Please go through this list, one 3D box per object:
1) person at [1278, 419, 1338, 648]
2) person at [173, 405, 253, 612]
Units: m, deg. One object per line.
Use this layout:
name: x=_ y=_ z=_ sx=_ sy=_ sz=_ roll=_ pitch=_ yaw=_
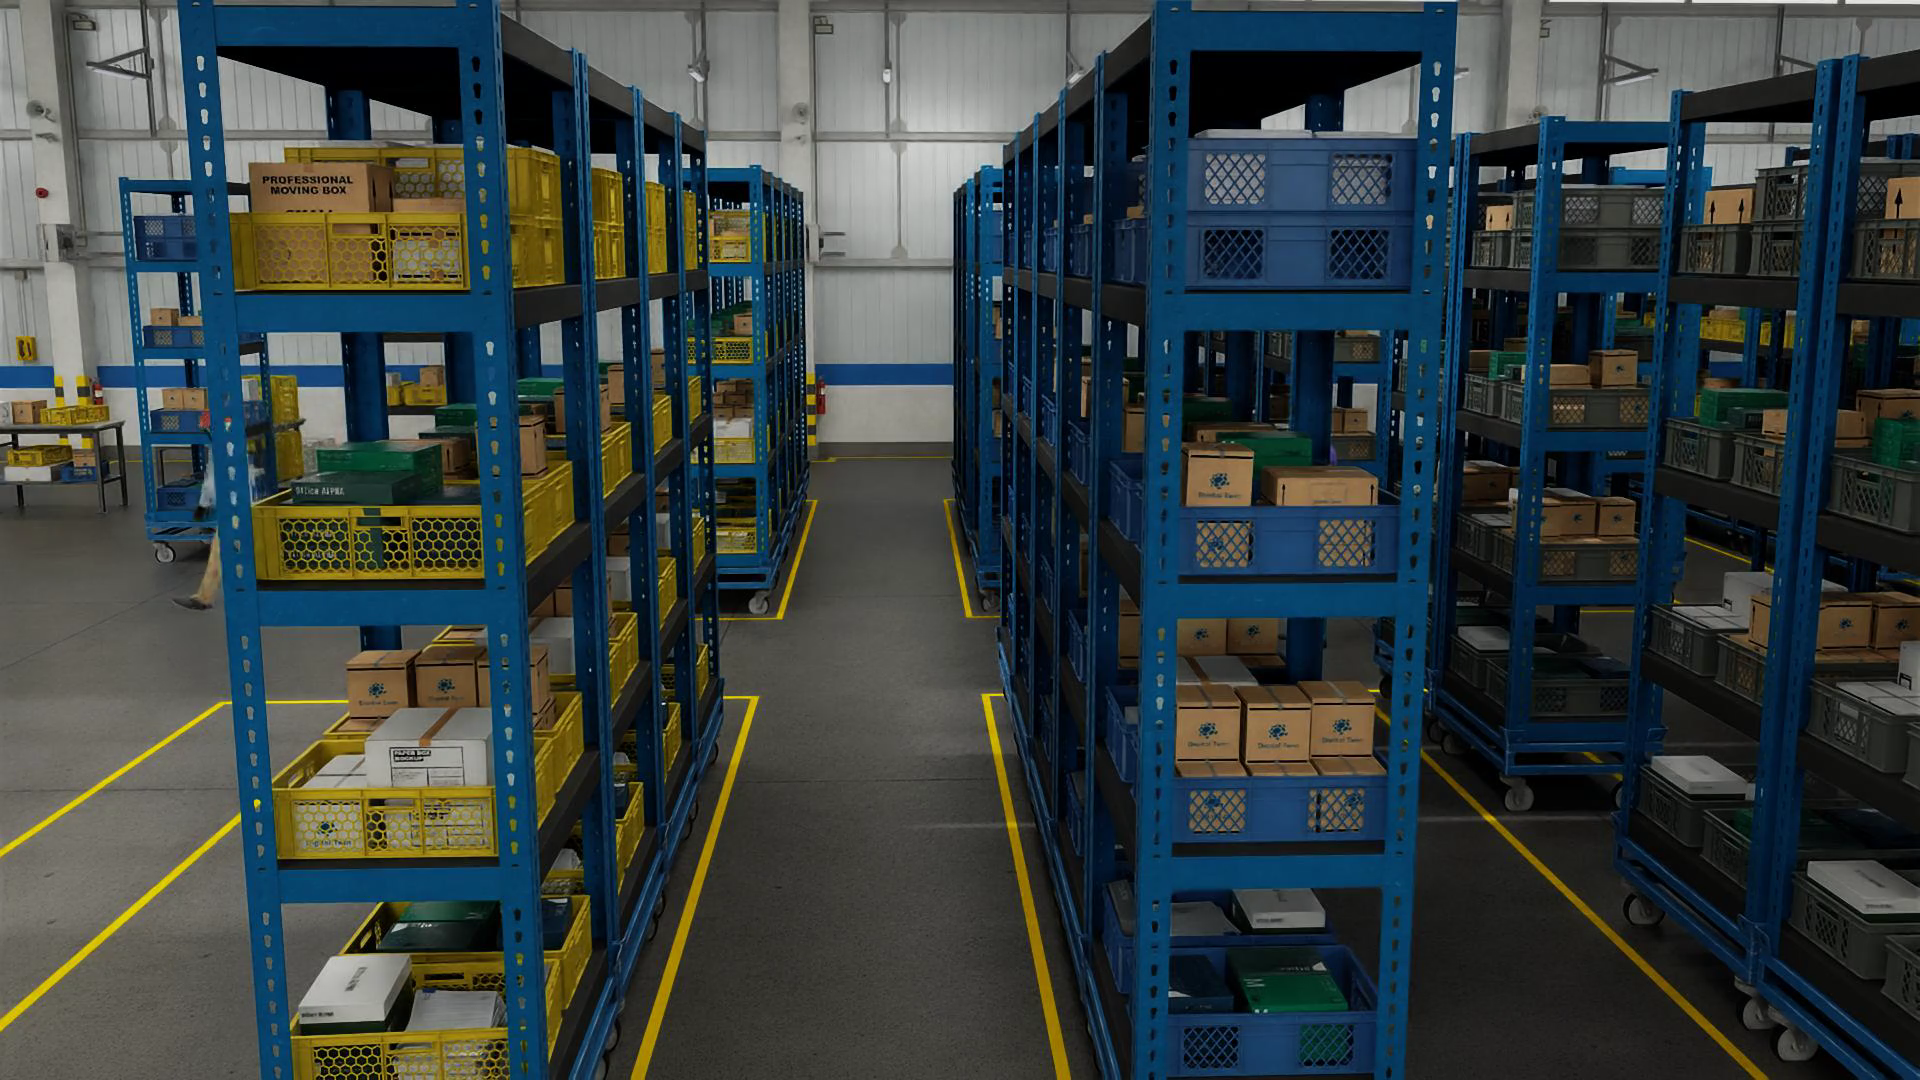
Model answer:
person: x=2.620 y=-0.111 z=12.356 sx=0.389 sy=1.850 sz=0.566 roll=0 pitch=10 yaw=-3
person: x=-6.067 y=-0.275 z=13.714 sx=0.912 sy=1.700 sz=0.579 roll=-8 pitch=12 yaw=-37
